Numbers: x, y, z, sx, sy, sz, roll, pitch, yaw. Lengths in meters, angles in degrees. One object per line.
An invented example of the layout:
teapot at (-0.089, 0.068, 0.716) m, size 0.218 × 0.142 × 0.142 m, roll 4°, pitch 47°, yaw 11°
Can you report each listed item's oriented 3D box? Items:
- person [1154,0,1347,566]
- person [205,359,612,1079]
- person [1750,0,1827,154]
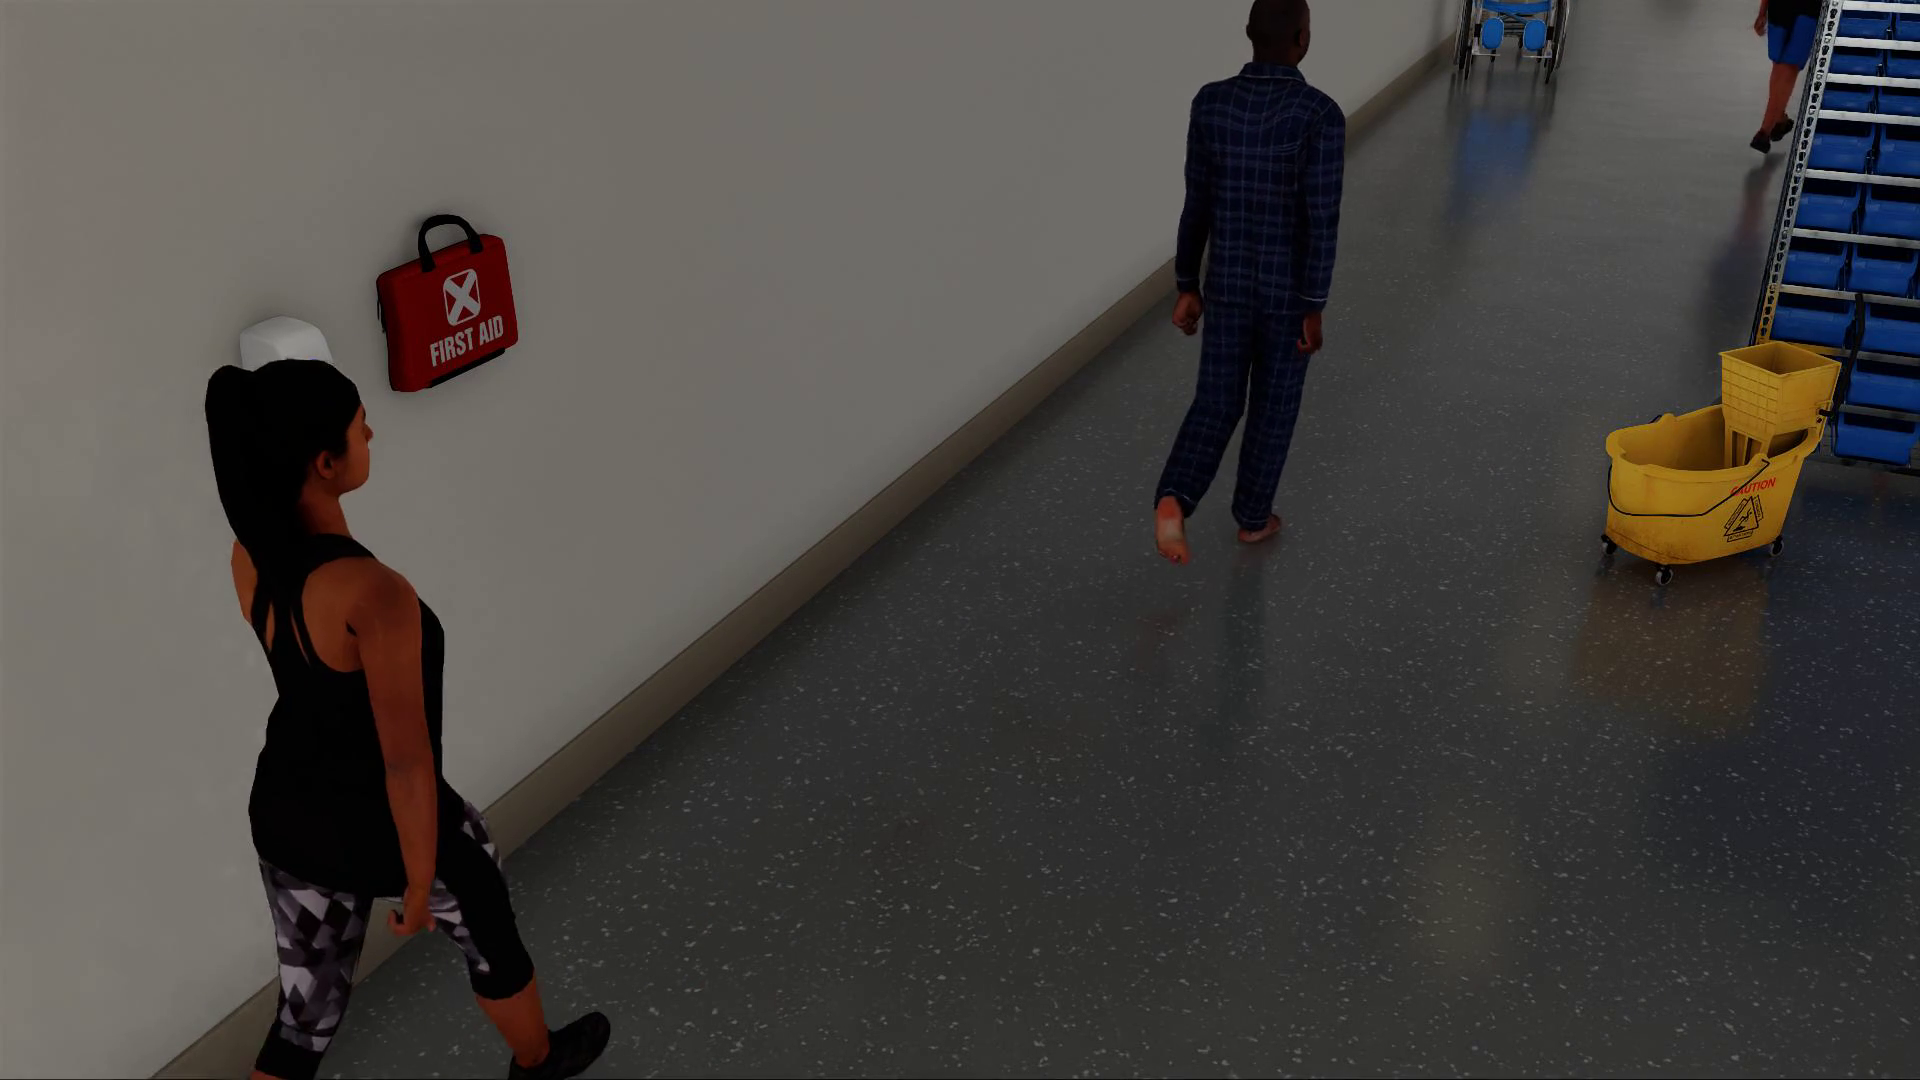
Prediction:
person at (0.881, -0.745, 5.130) m, size 0.961 × 1.803 × 0.816 m, roll 16°, pitch 30°, yaw 30°
person at (-1.053, 0.510, 2.734) m, size 1.021 × 1.623 × 0.659 m, roll 13°, pitch 29°, yaw 25°
person at (5.263, -3.300, 10.482) m, size 1.183 × 1.756 × 0.883 m, roll 19°, pitch 32°, yaw 34°
